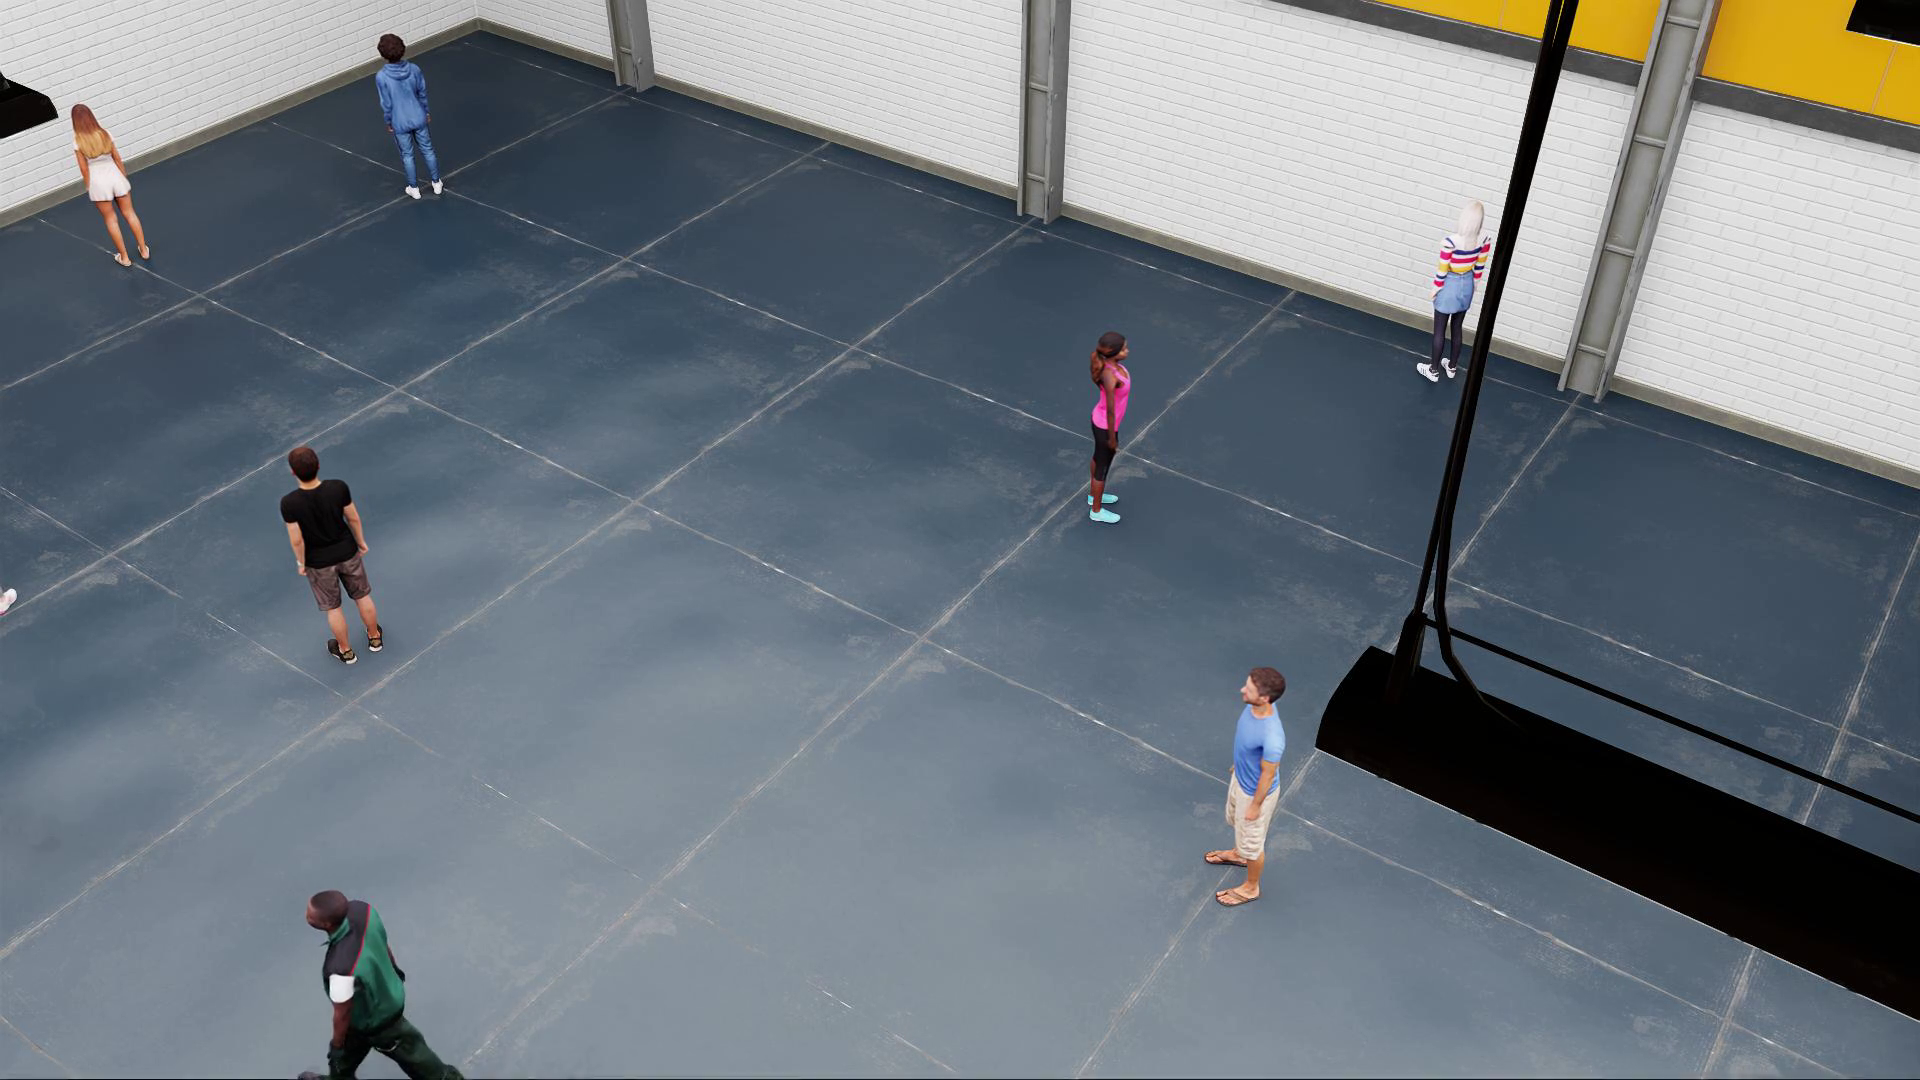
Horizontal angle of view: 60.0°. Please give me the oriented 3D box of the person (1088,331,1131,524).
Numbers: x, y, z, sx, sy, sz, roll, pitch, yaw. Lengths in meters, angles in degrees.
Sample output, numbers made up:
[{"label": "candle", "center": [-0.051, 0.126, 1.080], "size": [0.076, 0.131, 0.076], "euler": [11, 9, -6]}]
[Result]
[{"label": "person", "center": [1.178, -0.937, 13.454], "size": [0.686, 1.722, 0.655], "euler": [3, 39, 4]}]

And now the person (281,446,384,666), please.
[{"label": "person", "center": [-4.551, 0.109, 12.033], "size": [0.737, 1.862, 0.696], "euler": [-25, 45, -28]}]

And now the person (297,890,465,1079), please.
[{"label": "person", "center": [-3.105, 2.546, 9.043], "size": [1.273, 1.785, 1.160], "euler": [-3, 39, -3]}]

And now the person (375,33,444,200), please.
[{"label": "person", "center": [-5.954, -4.570, 17.933], "size": [0.757, 1.811, 0.739], "euler": [-19, 42, -22]}]

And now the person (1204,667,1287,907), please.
[{"label": "person", "center": [1.820, 1.493, 10.298], "size": [0.770, 1.864, 0.727], "euler": [-3, 39, -4]}]

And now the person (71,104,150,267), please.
[{"label": "person", "center": [-8.625, -3.595, 16.804], "size": [0.614, 1.695, 0.605], "euler": [-30, 47, -32]}]

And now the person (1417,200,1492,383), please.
[{"label": "person", "center": [4.488, -2.263, 15.045], "size": [0.722, 1.809, 0.742], "euler": [-11, 40, -14]}]
